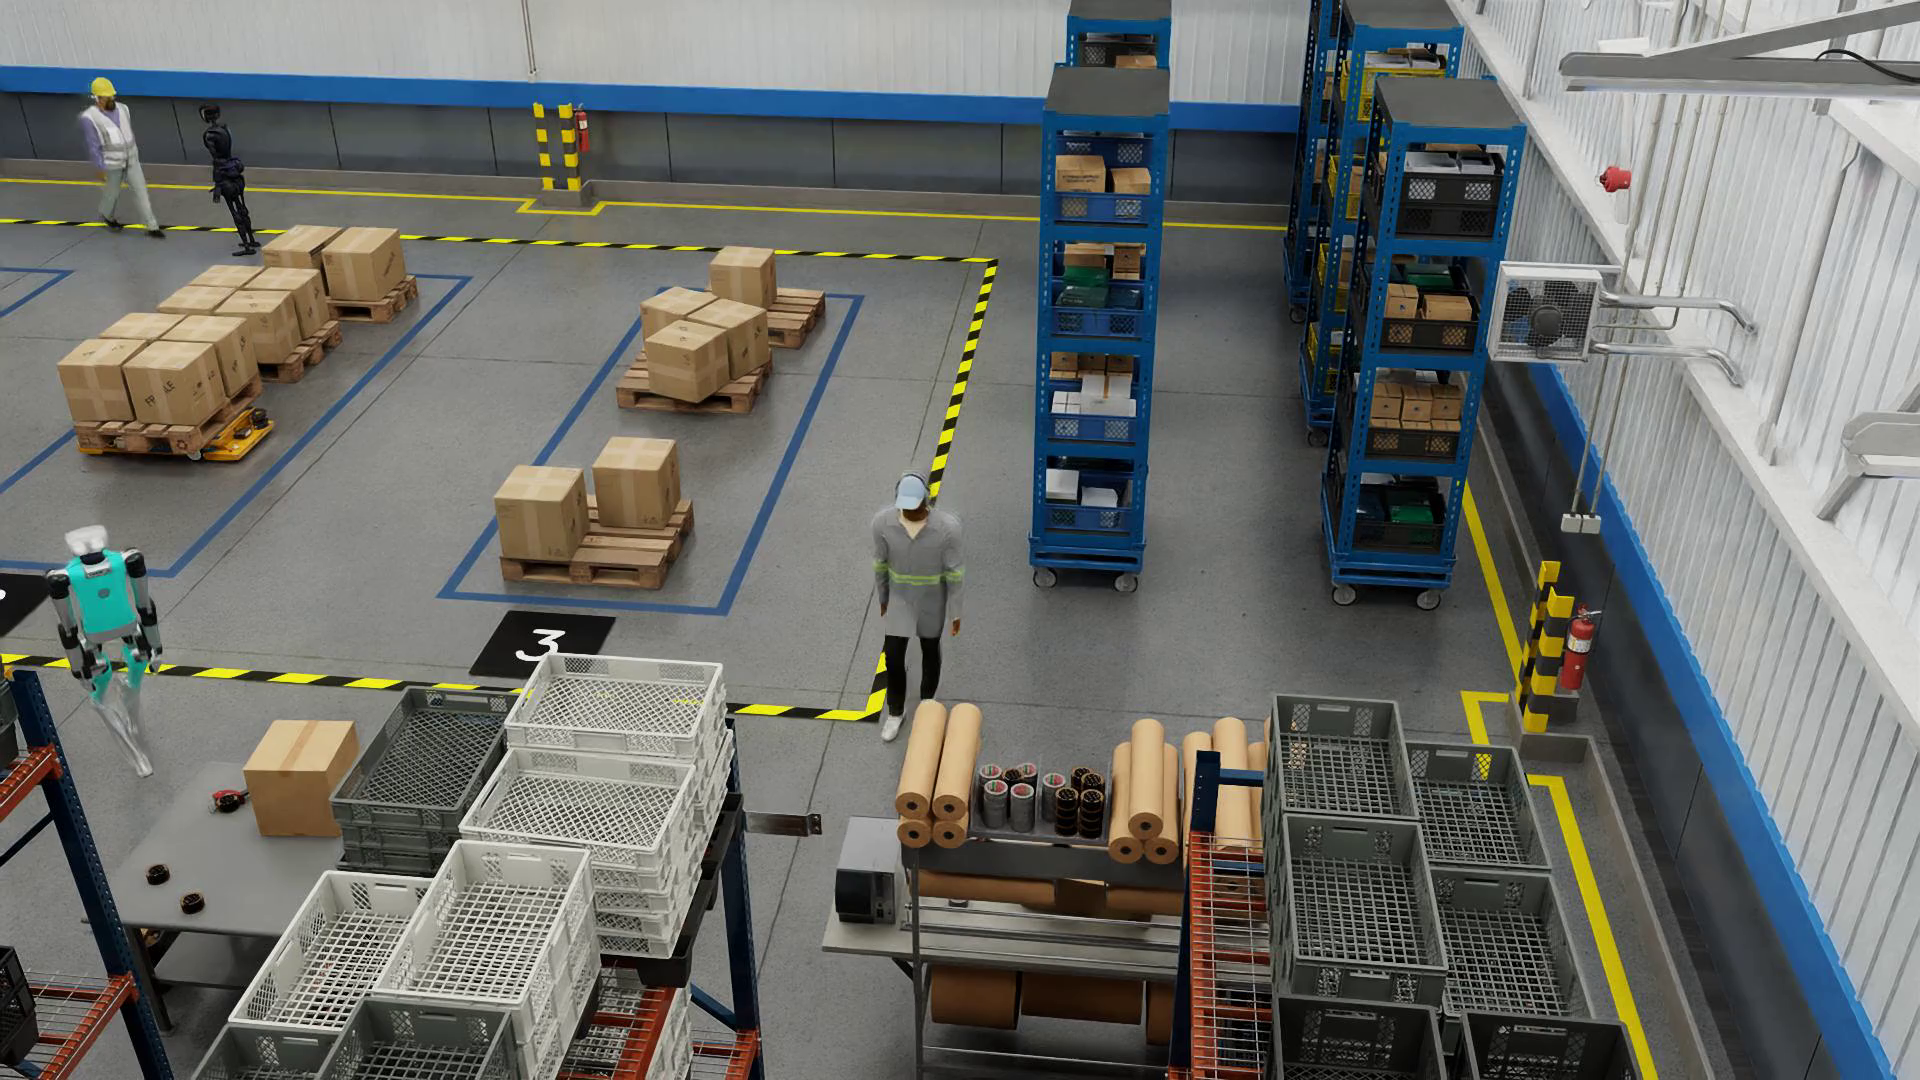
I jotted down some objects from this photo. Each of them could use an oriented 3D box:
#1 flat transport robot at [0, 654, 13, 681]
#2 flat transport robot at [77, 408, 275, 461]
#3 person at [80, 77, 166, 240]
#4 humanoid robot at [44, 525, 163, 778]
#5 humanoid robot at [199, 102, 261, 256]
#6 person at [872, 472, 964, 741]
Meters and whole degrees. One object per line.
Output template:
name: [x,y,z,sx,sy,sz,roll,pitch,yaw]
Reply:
flat transport robot: [-7.142,0.969,11.010,1.431,0.231,0.659,3,30,6]
flat transport robot: [-6.728,-0.944,14.268,1.431,0.197,0.652,3,30,6]
person: [-9.368,-4.242,18.442,0.872,1.803,0.591,18,35,28]
humanoid robot: [-5.187,0.636,10.146,0.539,1.822,0.781,-21,36,-32]
humanoid robot: [-7.919,-3.908,17.973,0.315,1.655,0.599,-2,30,-4]
person: [-0.274,0.433,10.375,0.598,1.836,0.676,4,30,6]
